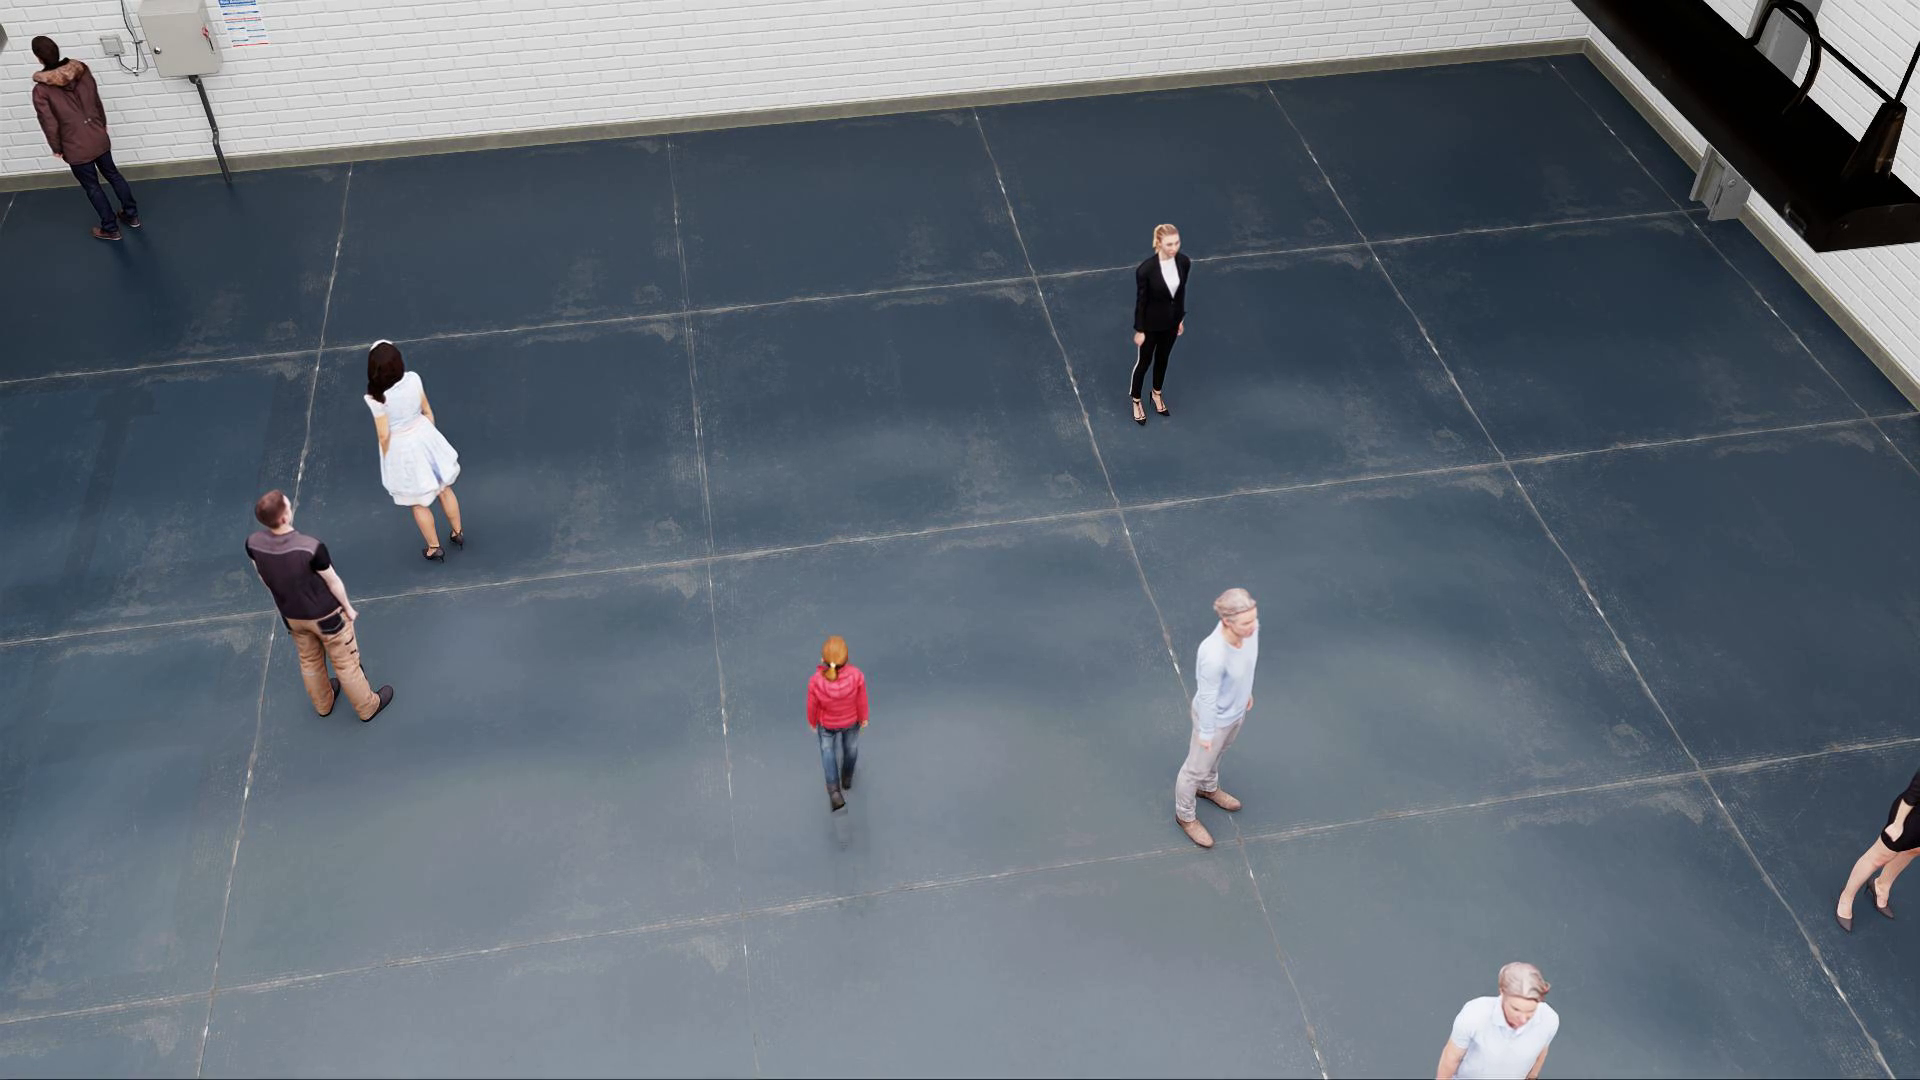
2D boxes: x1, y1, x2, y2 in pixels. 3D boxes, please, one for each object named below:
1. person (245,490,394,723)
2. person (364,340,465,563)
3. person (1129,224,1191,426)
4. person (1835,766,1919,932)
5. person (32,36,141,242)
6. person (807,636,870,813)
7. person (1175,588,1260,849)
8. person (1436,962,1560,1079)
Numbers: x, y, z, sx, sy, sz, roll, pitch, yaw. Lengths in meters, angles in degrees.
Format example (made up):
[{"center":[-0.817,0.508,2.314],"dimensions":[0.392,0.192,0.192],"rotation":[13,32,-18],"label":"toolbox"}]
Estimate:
[{"center":[-3.973,0.411,10.169],"dimensions":[0.761,1.842,0.726],"rotation":[8,44,8],"label":"person"},{"center":[-3.687,-0.583,11.232],"dimensions":[0.905,1.815,0.855],"rotation":[34,53,30],"label":"person"},{"center":[1.476,-1.614,12.392],"dimensions":[0.670,1.707,0.646],"rotation":[-20,47,-20],"label":"person"},{"center":[5.242,1.499,9.053],"dimensions":[0.604,1.806,0.505],"rotation":[-11,45,-11],"label":"person"},{"center":[-7.491,-3.433,14.200],"dimensions":[0.938,1.848,0.847],"rotation":[19,47,19],"label":"person"},{"center":[-0.707,1.109,9.825],"dimensions":[0.528,1.306,0.736],"rotation":[-5,44,-5],"label":"person"},{"center":[1.485,0.975,9.539],"dimensions":[0.796,1.894,0.748],"rotation":[29,51,27],"label":"person"},{"center":[2.494,2.560,7.921],"dimensions":[0.692,1.832,0.599],"rotation":[-1,44,-1],"label":"person"}]
